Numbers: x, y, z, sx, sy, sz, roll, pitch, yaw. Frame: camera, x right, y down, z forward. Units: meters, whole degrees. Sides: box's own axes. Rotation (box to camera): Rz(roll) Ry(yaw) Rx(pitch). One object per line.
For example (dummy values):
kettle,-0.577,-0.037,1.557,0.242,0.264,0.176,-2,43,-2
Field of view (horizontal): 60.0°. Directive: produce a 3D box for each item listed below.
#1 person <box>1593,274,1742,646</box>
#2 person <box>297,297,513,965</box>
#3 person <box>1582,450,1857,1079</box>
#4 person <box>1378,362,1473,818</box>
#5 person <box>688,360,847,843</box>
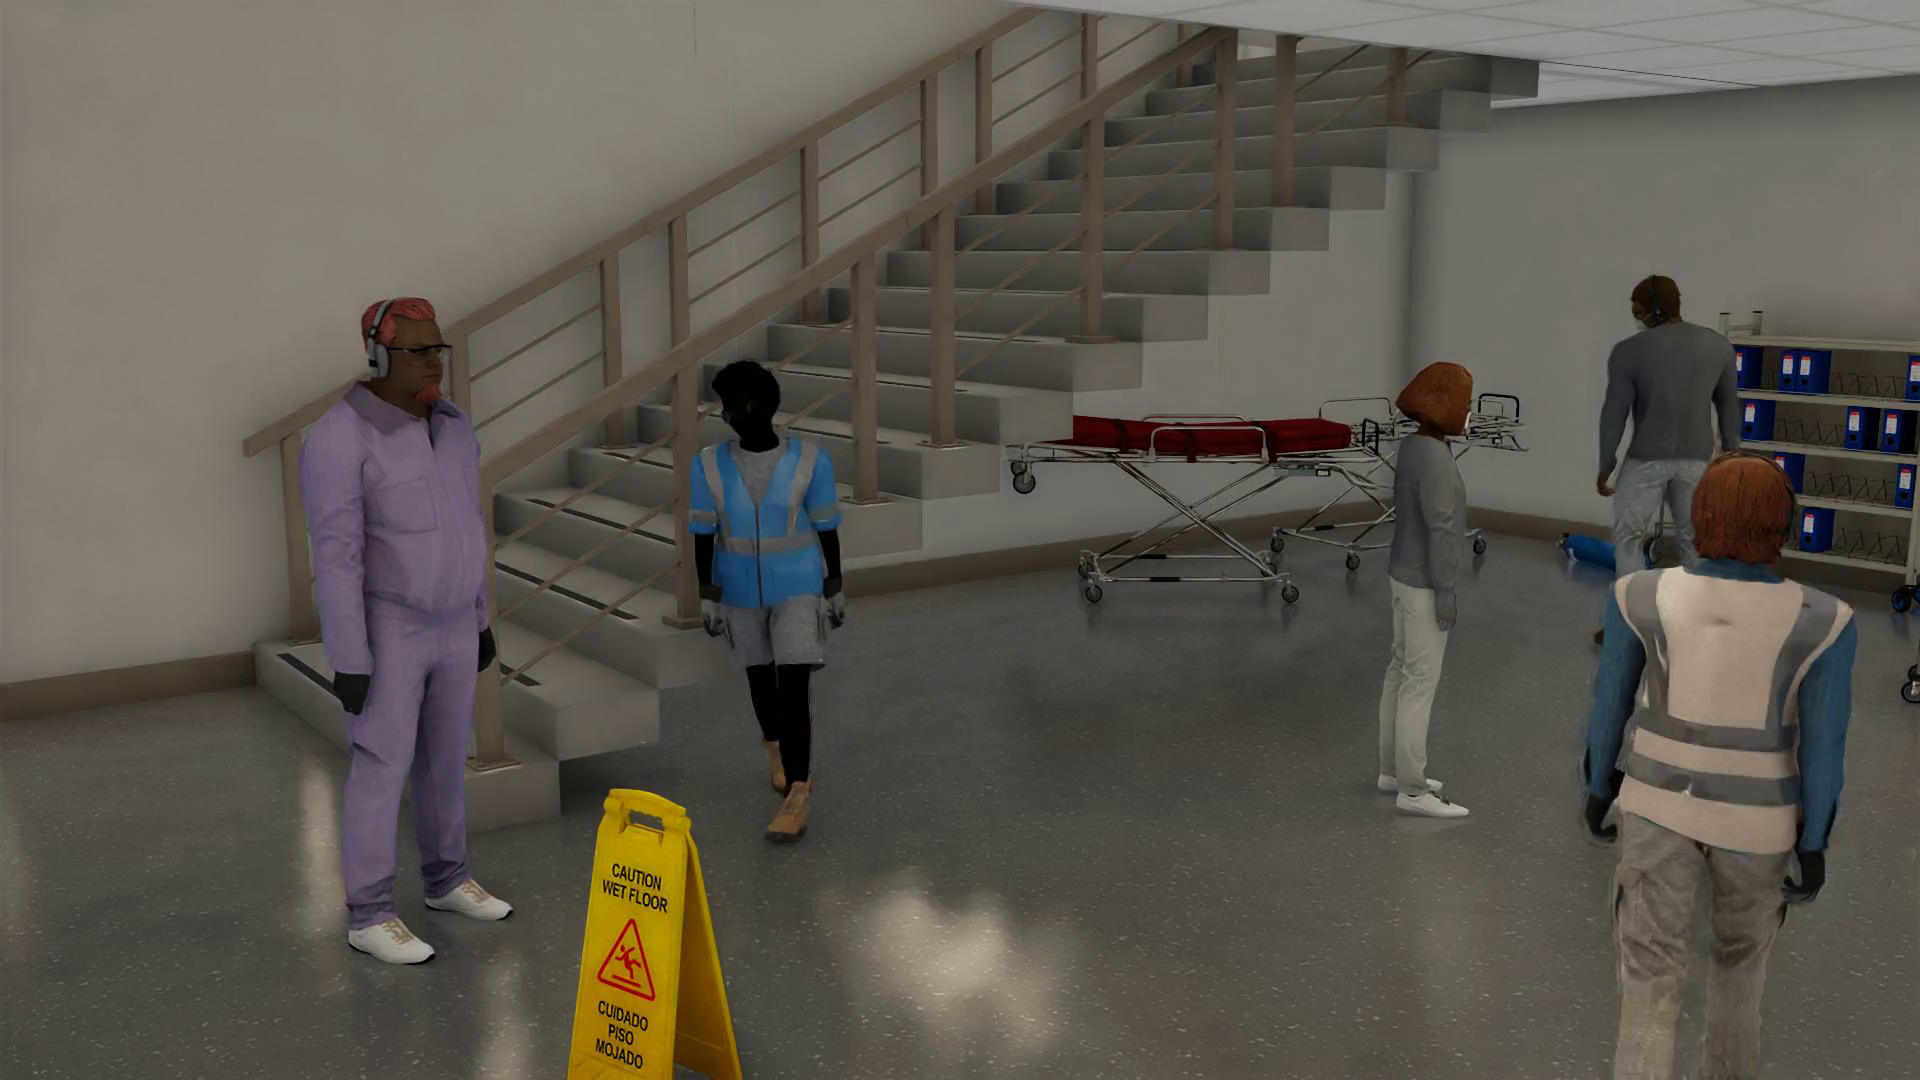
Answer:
person,3.618,-0.373,8.385,0.773,1.914,0.432,0,10,0
person,-1.562,0.258,4.784,0.396,1.899,0.645,4,11,22
person,1.603,0.607,3.593,0.525,1.598,0.830,6,11,29
person,1.693,0.173,6.019,0.281,1.633,0.499,0,10,1
person,-0.681,0.182,5.926,0.551,1.643,0.845,1,10,3
